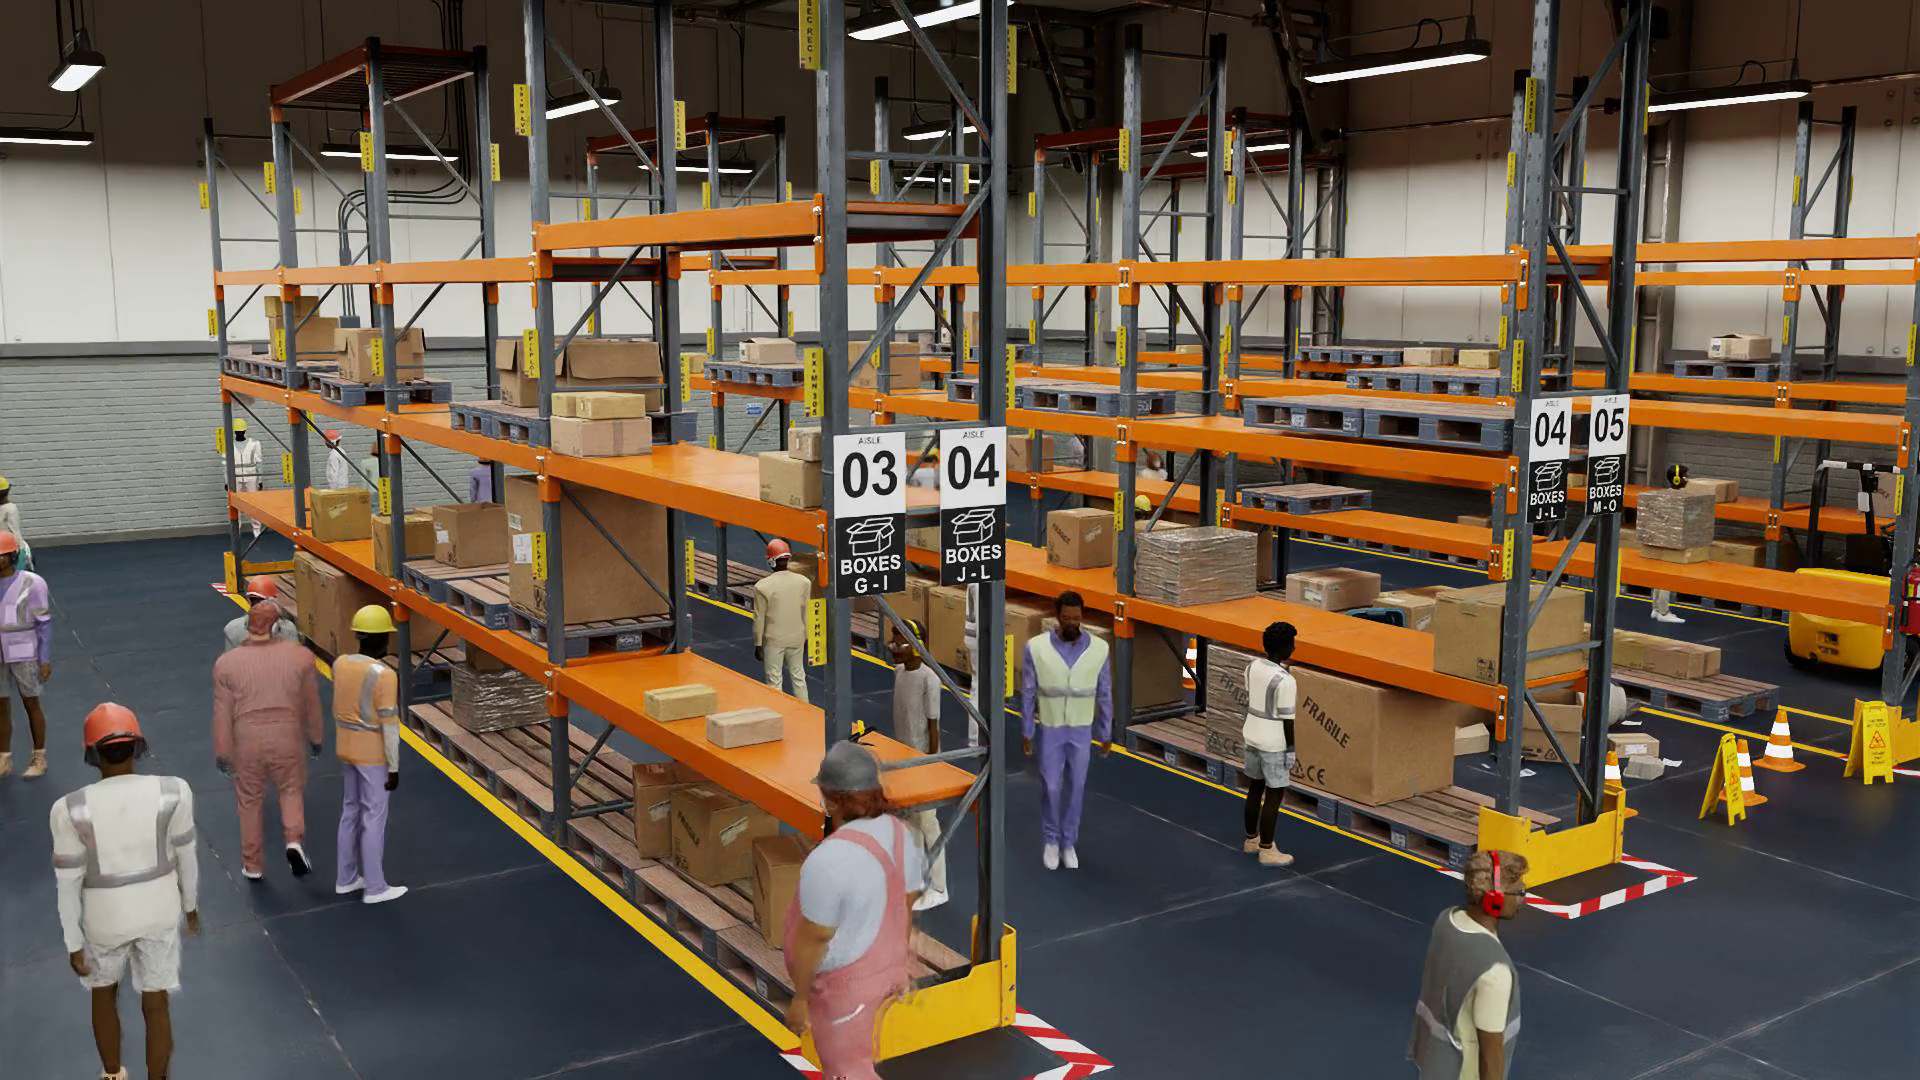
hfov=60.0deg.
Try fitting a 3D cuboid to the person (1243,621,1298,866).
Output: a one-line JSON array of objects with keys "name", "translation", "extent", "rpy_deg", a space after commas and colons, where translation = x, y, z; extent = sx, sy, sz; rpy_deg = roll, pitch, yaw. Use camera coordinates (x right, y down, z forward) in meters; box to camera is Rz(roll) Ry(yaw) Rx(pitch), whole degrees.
[{"name": "person", "translation": [2.120, 1.383, 11.334], "extent": [0.325, 1.685, 0.538], "rpy_deg": [-3, 9, -22]}]

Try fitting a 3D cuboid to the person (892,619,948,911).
[{"name": "person", "translation": [-0.284, 1.413, 10.574], "extent": [0.326, 1.861, 0.504], "rpy_deg": [-6, 10, -33]}]

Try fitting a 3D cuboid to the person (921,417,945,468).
[{"name": "person", "translation": [-0.471, -1.357, 28.896], "extent": [0.796, 1.879, 0.680], "rpy_deg": [-8, 12, -44]}]

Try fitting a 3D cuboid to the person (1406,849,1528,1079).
[{"name": "person", "translation": [1.916, 2.062, 6.335], "extent": [0.388, 1.834, 0.563], "rpy_deg": [0, 9, -3]}]

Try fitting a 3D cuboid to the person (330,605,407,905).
[{"name": "person", "translation": [-3.787, 1.368, 10.706], "extent": [0.588, 1.913, 0.435], "rpy_deg": [5, 10, 31]}]

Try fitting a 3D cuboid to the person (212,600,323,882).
[{"name": "person", "translation": [-4.547, 1.344, 10.938], "extent": [0.695, 1.882, 0.570], "rpy_deg": [-4, 10, -26]}]

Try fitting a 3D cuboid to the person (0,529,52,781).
[{"name": "person", "translation": [-7.569, 0.919, 13.245], "extent": [0.615, 2.039, 0.393], "rpy_deg": [0, 9, -2]}]

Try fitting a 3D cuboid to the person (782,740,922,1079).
[{"name": "person", "translation": [-0.395, 1.835, 7.142], "extent": [0.907, 2.000, 0.682], "rpy_deg": [4, 9, 25]}]

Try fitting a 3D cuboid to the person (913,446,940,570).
[{"name": "person", "translation": [-0.422, -0.448, 23.432], "extent": [0.539, 1.726, 0.829], "rpy_deg": [2, 9, 10]}]

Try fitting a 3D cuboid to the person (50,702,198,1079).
[{"name": "person", "translation": [-3.883, 1.750, 7.780], "extent": [0.611, 2.016, 0.638], "rpy_deg": [-5, 10, -31]}]

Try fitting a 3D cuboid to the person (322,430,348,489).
[{"name": "person", "translation": [-9.801, -0.866, 26.116], "extent": [0.350, 1.743, 0.563], "rpy_deg": [-1, 9, -9]}]

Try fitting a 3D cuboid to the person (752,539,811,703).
[{"name": "person", "translation": [-1.579, 0.858, 14.648], "extent": [0.563, 1.742, 0.361], "rpy_deg": [-6, 10, -35]}]

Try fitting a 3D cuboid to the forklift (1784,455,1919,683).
[{"name": "forklift", "translation": [9.643, 0.253, 17.172], "extent": [2.313, 2.155, 1.214], "rpy_deg": [-6, 10, -33]}]

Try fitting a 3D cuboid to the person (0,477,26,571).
[{"name": "person", "translation": [-11.165, 0.124, 19.491], "extent": [0.527, 1.752, 0.381], "rpy_deg": [8, 12, 43]}]

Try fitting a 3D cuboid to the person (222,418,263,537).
[{"name": "person", "translation": [-11.308, -0.969, 26.240], "extent": [0.586, 1.916, 0.407], "rpy_deg": [-3, 9, -22]}]

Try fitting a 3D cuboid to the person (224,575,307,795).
[{"name": "person", "translation": [-5.312, 1.136, 12.755], "extent": [0.576, 1.747, 0.337], "rpy_deg": [0, 9, -1]}]

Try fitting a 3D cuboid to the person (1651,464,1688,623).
[{"name": "person", "translation": [8.421, 0.035, 19.690], "extent": [0.334, 1.873, 0.521], "rpy_deg": [1, 9, 9]}]

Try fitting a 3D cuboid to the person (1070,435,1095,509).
[{"name": "person", "translation": [2.008, -1.027, 27.016], "extent": [0.434, 1.796, 0.608], "rpy_deg": [-1, 9, -8]}]

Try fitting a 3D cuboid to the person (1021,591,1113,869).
[{"name": "person", "translation": [0.733, 1.288, 11.221], "extent": [0.619, 1.904, 0.538], "rpy_deg": [-1, 9, -7]}]
